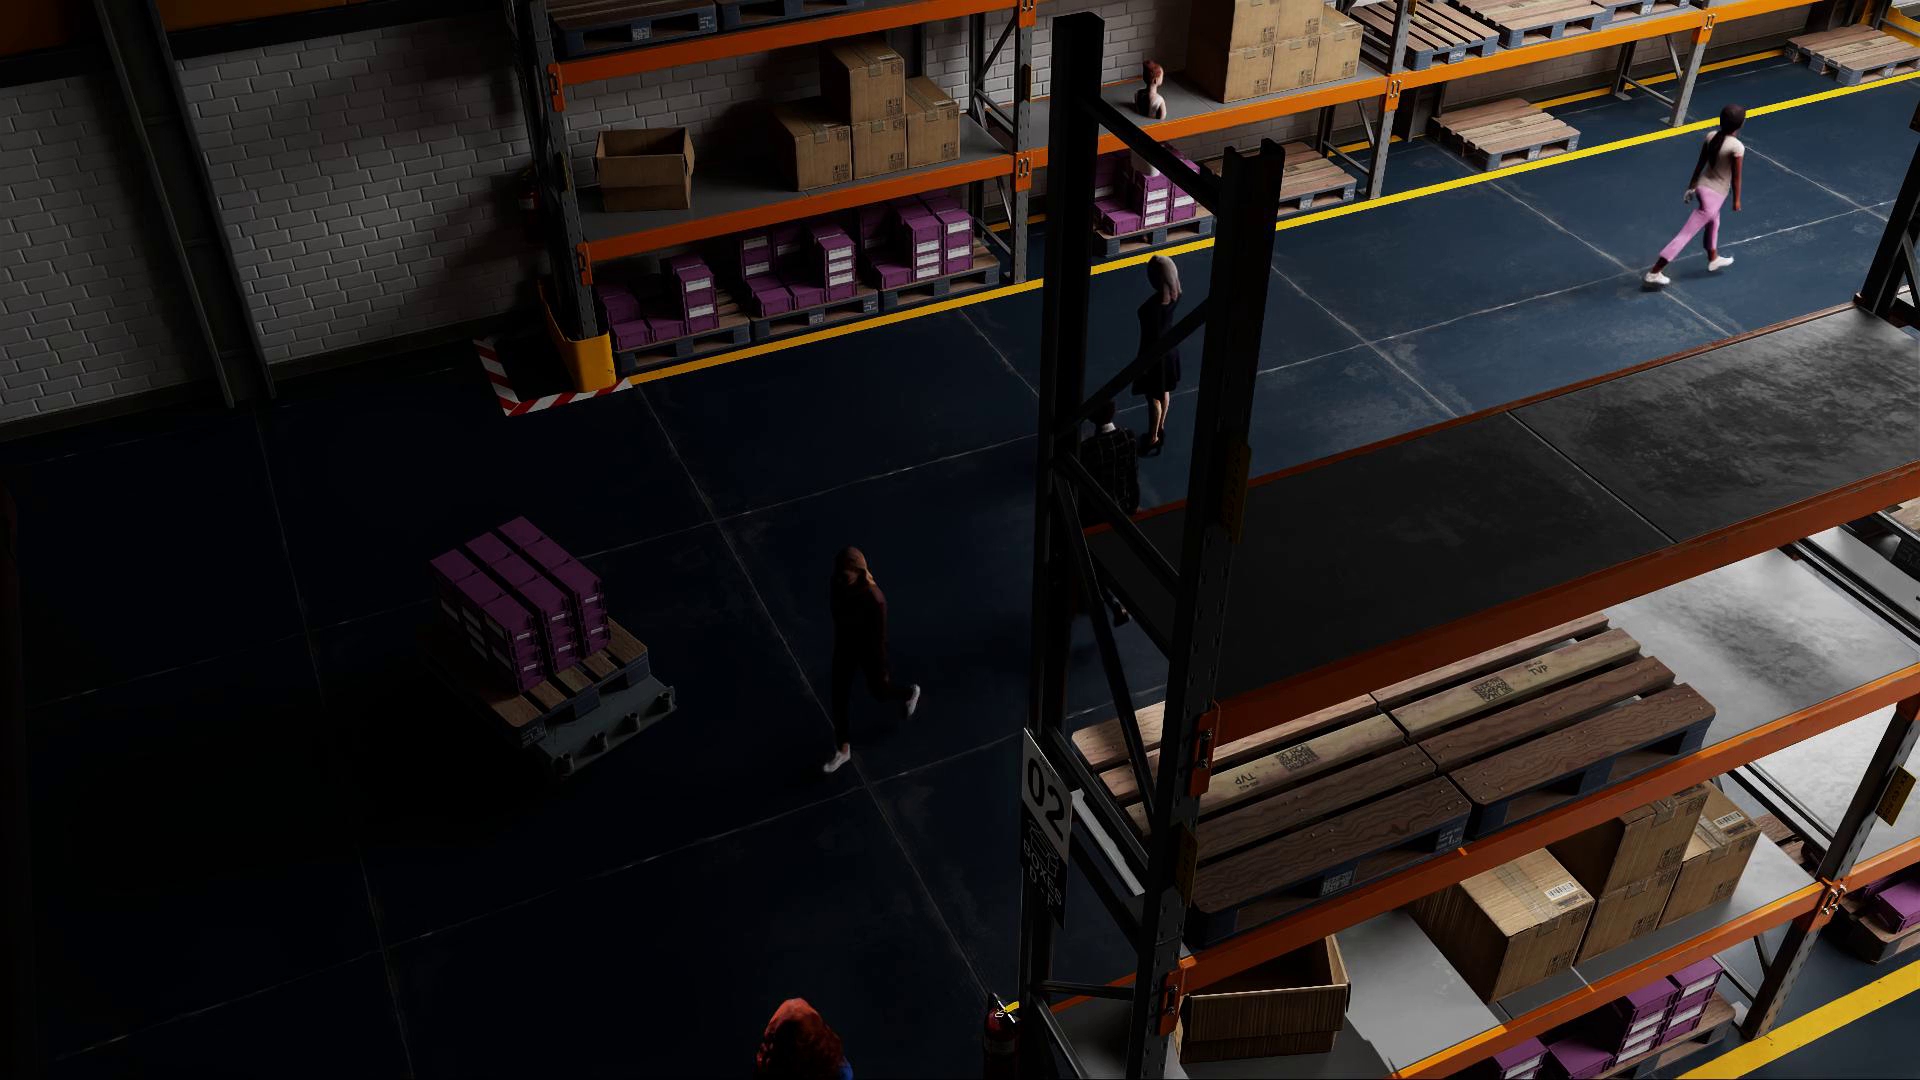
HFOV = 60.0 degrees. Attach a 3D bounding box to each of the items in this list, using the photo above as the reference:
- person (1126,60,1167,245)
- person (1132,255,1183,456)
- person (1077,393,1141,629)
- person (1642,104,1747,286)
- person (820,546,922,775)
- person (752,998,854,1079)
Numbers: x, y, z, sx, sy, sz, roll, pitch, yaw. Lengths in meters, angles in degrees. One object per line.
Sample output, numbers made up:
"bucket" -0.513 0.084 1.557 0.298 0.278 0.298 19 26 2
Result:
"person" 1.728 -3.617 15.541 0.540 1.791 0.583 -22 44 -25
"person" 1.518 -1.427 12.834 0.760 1.747 0.680 19 42 22
"person" 0.993 -0.142 11.185 0.938 1.796 0.814 -18 42 -21
"person" 6.623 -3.022 14.882 1.250 1.683 0.714 -10 40 -12
"person" -0.546 0.668 10.271 0.930 1.672 1.173 26 46 29
"person" -0.673 2.785 7.504 0.860 1.817 0.896 1 39 1
